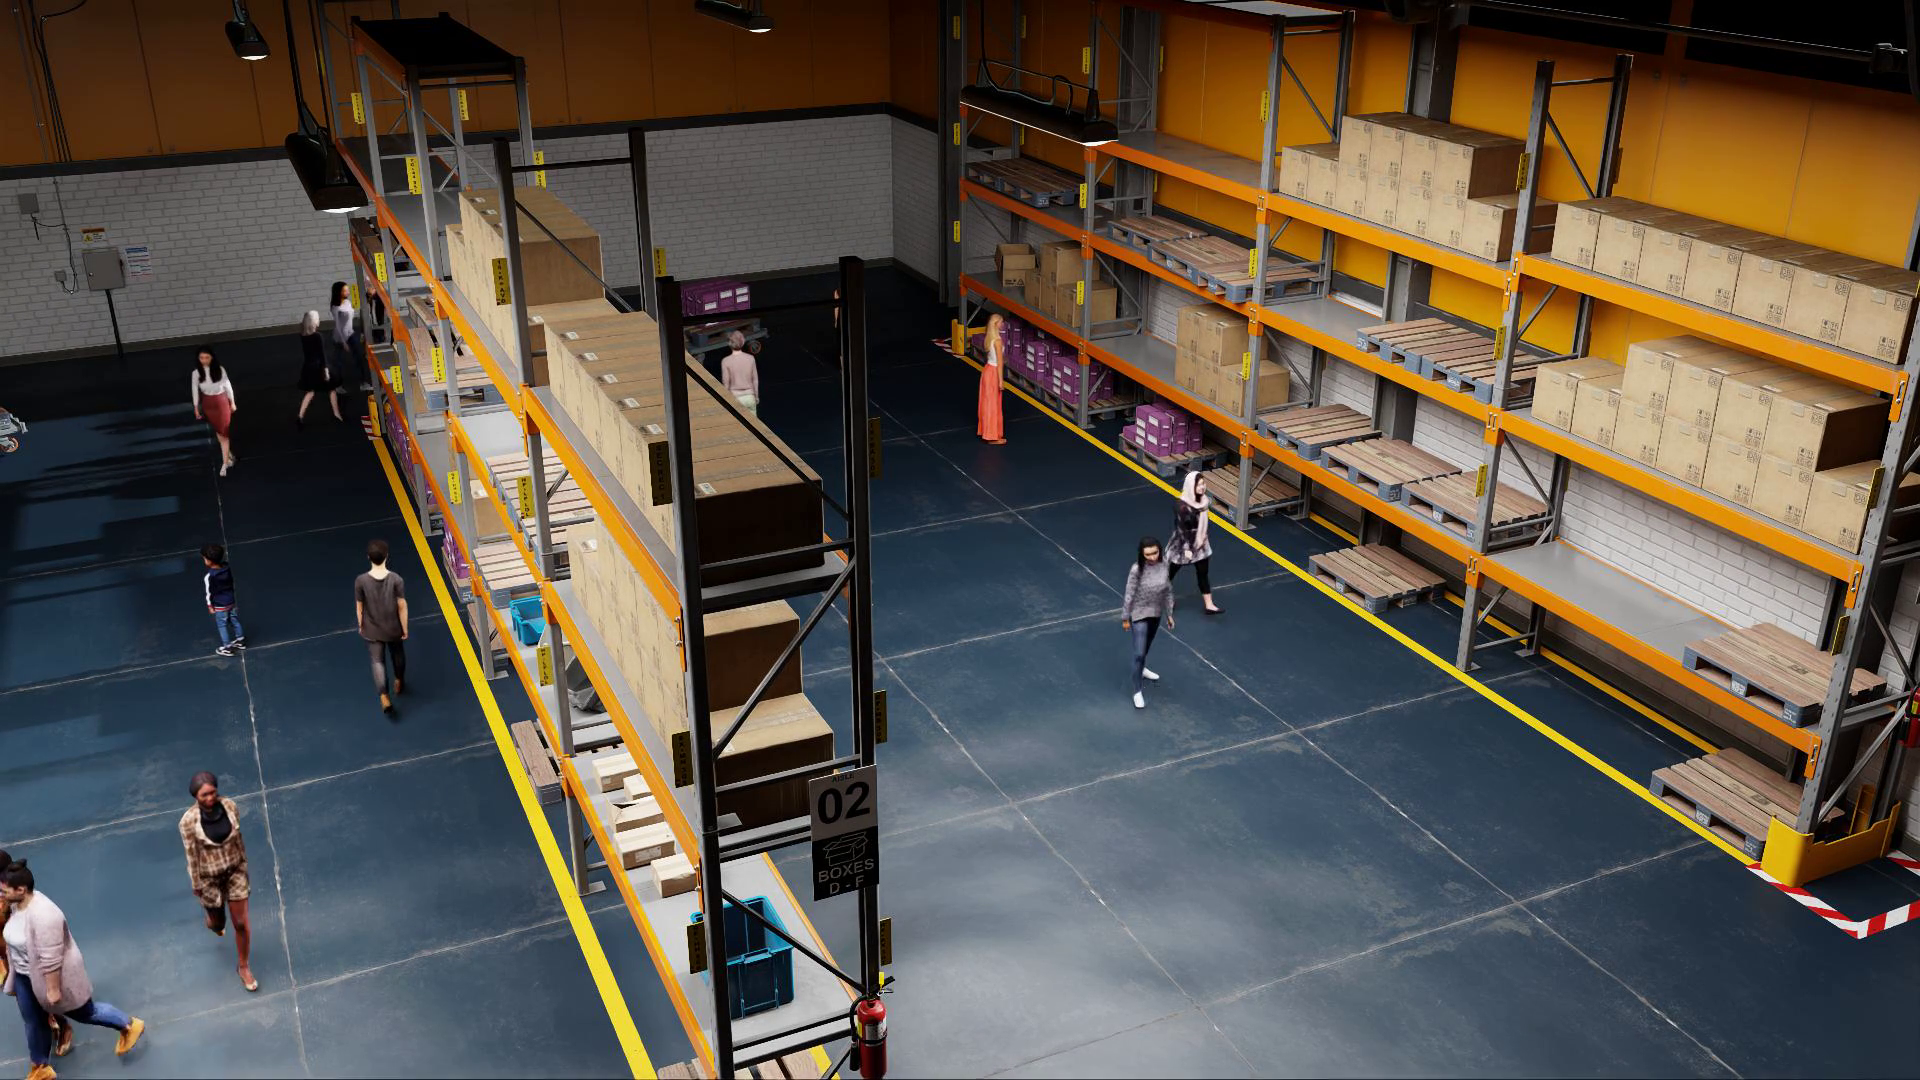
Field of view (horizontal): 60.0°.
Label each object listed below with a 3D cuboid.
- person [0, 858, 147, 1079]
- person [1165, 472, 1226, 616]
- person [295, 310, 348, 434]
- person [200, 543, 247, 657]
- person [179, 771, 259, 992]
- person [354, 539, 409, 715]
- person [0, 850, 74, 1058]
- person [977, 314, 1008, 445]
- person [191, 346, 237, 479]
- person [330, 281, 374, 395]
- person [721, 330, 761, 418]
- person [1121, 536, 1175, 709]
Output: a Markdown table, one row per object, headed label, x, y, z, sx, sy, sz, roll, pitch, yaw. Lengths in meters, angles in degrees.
| label | x | y | z | sx | sy | sz | roll | pitch | yaw |
| --- | --- | --- | --- | --- | --- | --- | --- | --- | --- |
| person | -6.024 | 2.865 | 11.213 | 1.151 | 1.710 | 1.076 | 16 | 28 | 32 |
| person | 2.385 | 0.017 | 17.869 | 0.797 | 1.596 | 1.136 | -17 | 29 | -34 |
| person | -8.945 | -2.286 | 22.991 | 1.106 | 1.715 | 1.106 | 11 | 26 | 23 |
| person | -7.548 | 0.596 | 17.014 | 0.642 | 1.220 | 0.585 | 9 | 25 | 20 |
| person | -5.407 | 2.436 | 12.113 | 0.762 | 1.775 | 1.024 | -20 | 31 | -38 |
| person | -5.512 | 0.842 | 15.863 | 0.700 | 1.693 | 1.058 | -8 | 25 | -17 |
| person | -6.399 | 2.811 | 11.374 | 0.651 | 1.678 | 0.779 | 15 | 28 | 31 |
| person | 0.447 | -2.206 | 22.697 | 0.721 | 1.803 | 0.576 | -6 | 24 | -13 |
| person | -9.665 | -1.702 | 21.664 | 0.779 | 1.707 | 1.117 | -5 | 24 | -12 |
| person | -9.171 | -2.974 | 24.585 | 1.011 | 1.698 | 0.987 | 5 | 24 | 11 |
| person | -2.853 | -1.811 | 21.702 | 0.670 | 1.876 | 0.589 | -11 | 26 | -24 |
| person | 1.805 | 0.702 | 16.181 | 0.769 | 1.694 | 0.931 | -18 | 29 | -36 |
